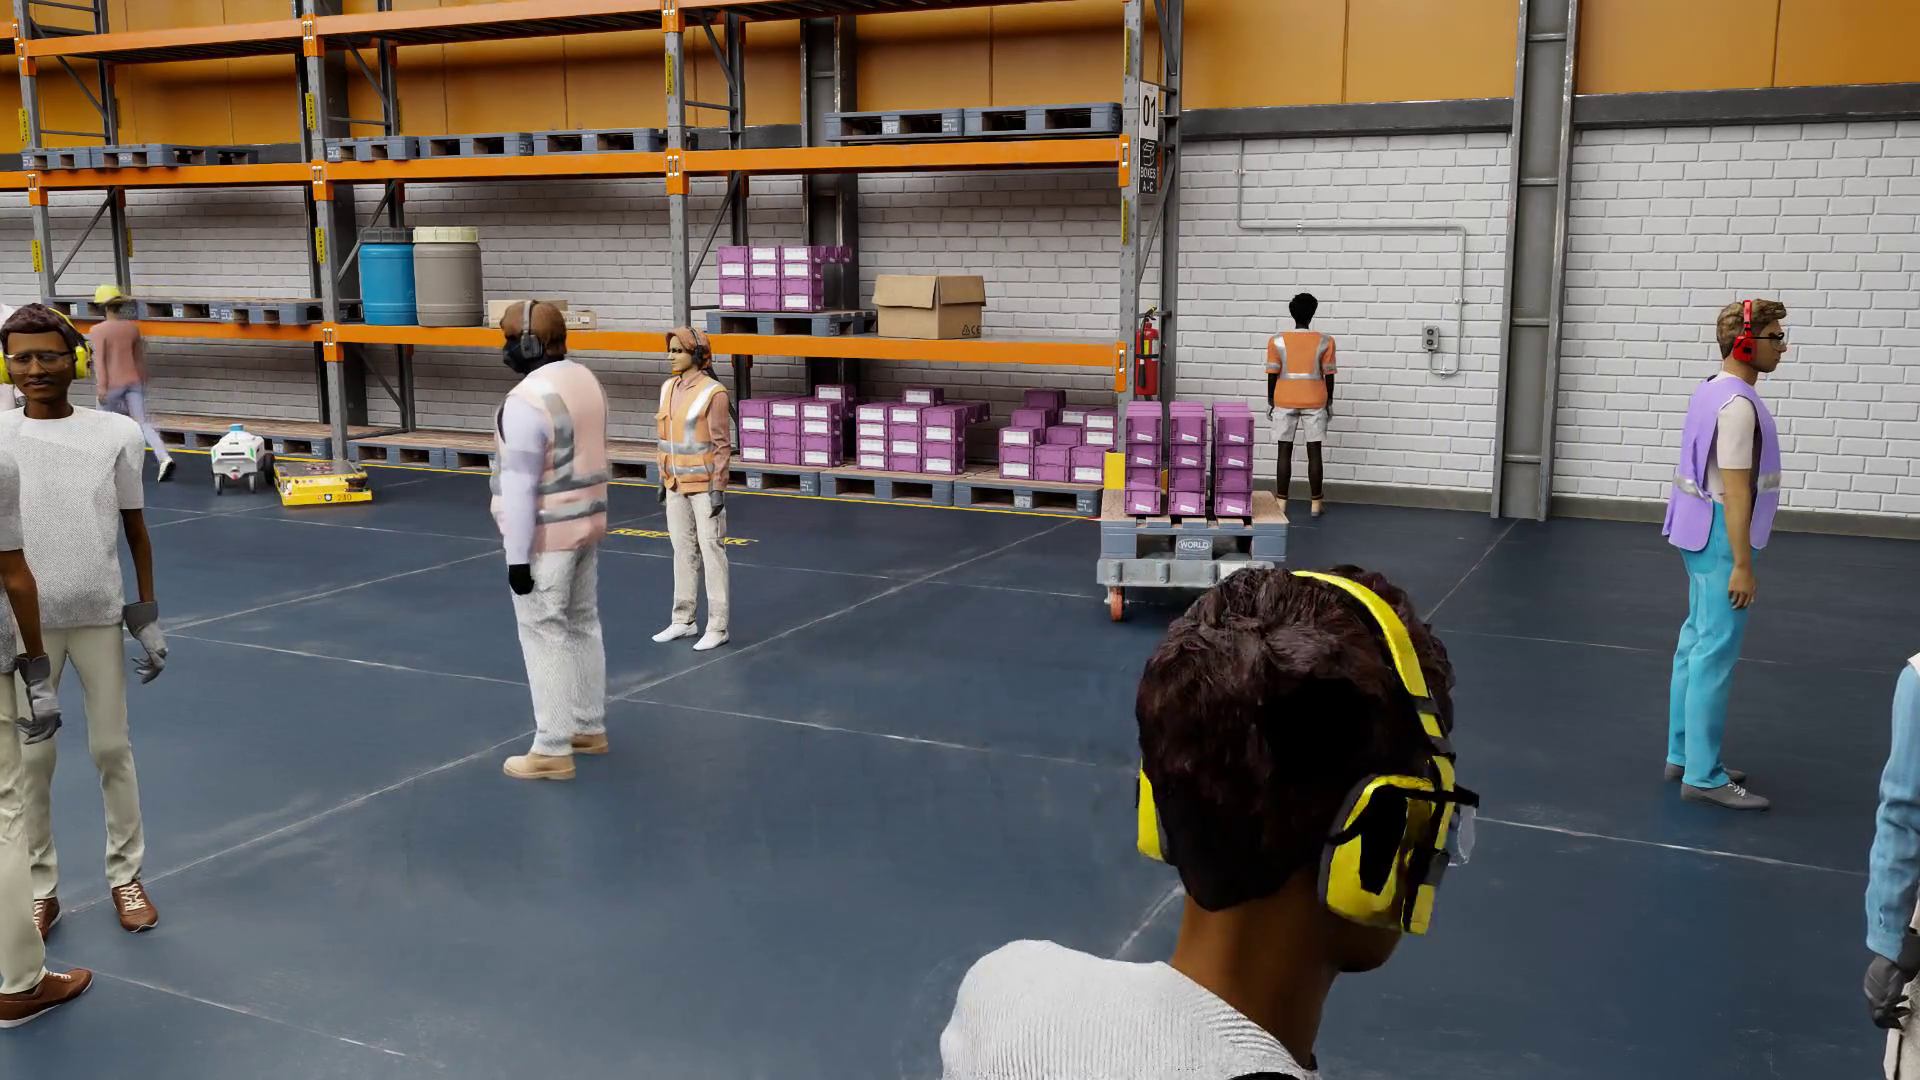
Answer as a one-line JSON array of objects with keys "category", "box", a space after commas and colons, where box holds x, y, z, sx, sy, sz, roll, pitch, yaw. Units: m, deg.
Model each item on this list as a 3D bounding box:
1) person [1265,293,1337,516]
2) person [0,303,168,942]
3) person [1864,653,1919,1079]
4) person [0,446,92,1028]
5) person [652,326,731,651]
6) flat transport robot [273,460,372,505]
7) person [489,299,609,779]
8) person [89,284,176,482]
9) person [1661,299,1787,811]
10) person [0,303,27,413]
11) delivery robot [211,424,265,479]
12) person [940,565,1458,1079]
[{"category": "person", "box": [2.588, -1.025, 12.661, 0.537, 1.695, 0.320, 2, 10, 10]}, {"category": "person", "box": [-2.611, 0.251, 4.864, 0.517, 1.873, 0.328, -5, 11, -27]}, {"category": "person", "box": [1.799, 0.728, 2.797, 0.523, 1.636, 0.310, 2, 10, 13]}, {"category": "person", "box": [-2.611, 0.348, 4.316, 0.535, 1.866, 0.314, 0, 10, -1]}, {"category": "person", "box": [-1.356, -0.262, 8.458, 0.512, 1.641, 0.309, 9, 13, 41]}, {"category": "flat transport robot", "box": [-5.256, -0.488, 13.668, 0.652, 0.197, 1.431, -5, 11, -25]}, {"category": "person", "box": [-1.586, -0.003, 6.424, 0.428, 1.838, 0.631, 3, 10, 14]}, {"category": "person", "box": [-7.248, -1.353, 14.440, 0.837, 1.736, 0.536, 4, 11, 23]}, {"category": "person", "box": [2.794, 0.045, 6.111, 0.390, 1.847, 0.563, 2, 10, 13]}, {"category": "person", "box": [-7.431, -1.125, 12.628, 0.641, 1.912, 0.407, -5, 11, -25]}, {"category": "delivery robot", "box": [-6.076, -0.737, 14.012, 0.477, 0.478, 0.707, -3, 10, -16]}, {"category": "person", "box": [0.181, 0.919, 1.206, 0.973, 1.811, 0.557, -5, 11, -26]}]
